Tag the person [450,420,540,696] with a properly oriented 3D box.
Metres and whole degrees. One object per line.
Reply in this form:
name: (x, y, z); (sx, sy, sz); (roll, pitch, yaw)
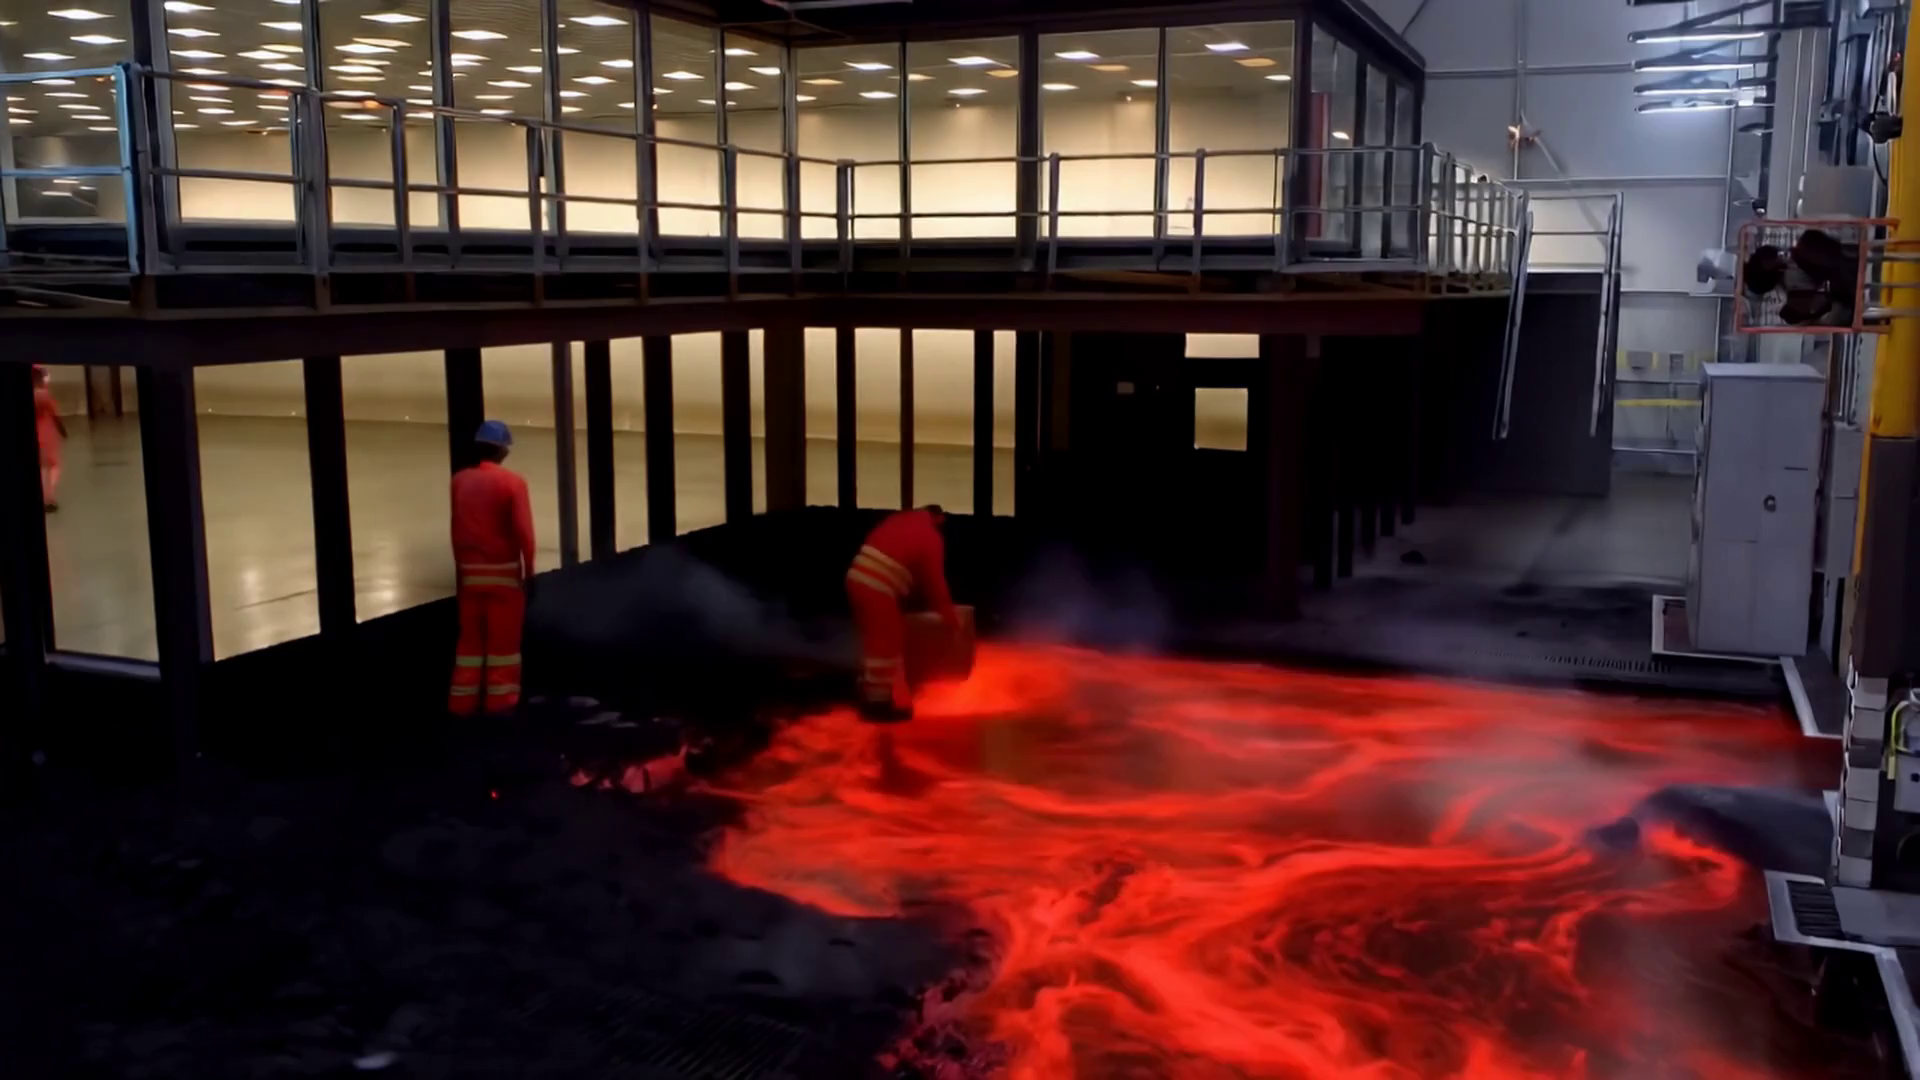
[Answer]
person: (-3.349, 0.127, 12.007); (0.623, 1.992, 0.396); (2, 9, 12)
